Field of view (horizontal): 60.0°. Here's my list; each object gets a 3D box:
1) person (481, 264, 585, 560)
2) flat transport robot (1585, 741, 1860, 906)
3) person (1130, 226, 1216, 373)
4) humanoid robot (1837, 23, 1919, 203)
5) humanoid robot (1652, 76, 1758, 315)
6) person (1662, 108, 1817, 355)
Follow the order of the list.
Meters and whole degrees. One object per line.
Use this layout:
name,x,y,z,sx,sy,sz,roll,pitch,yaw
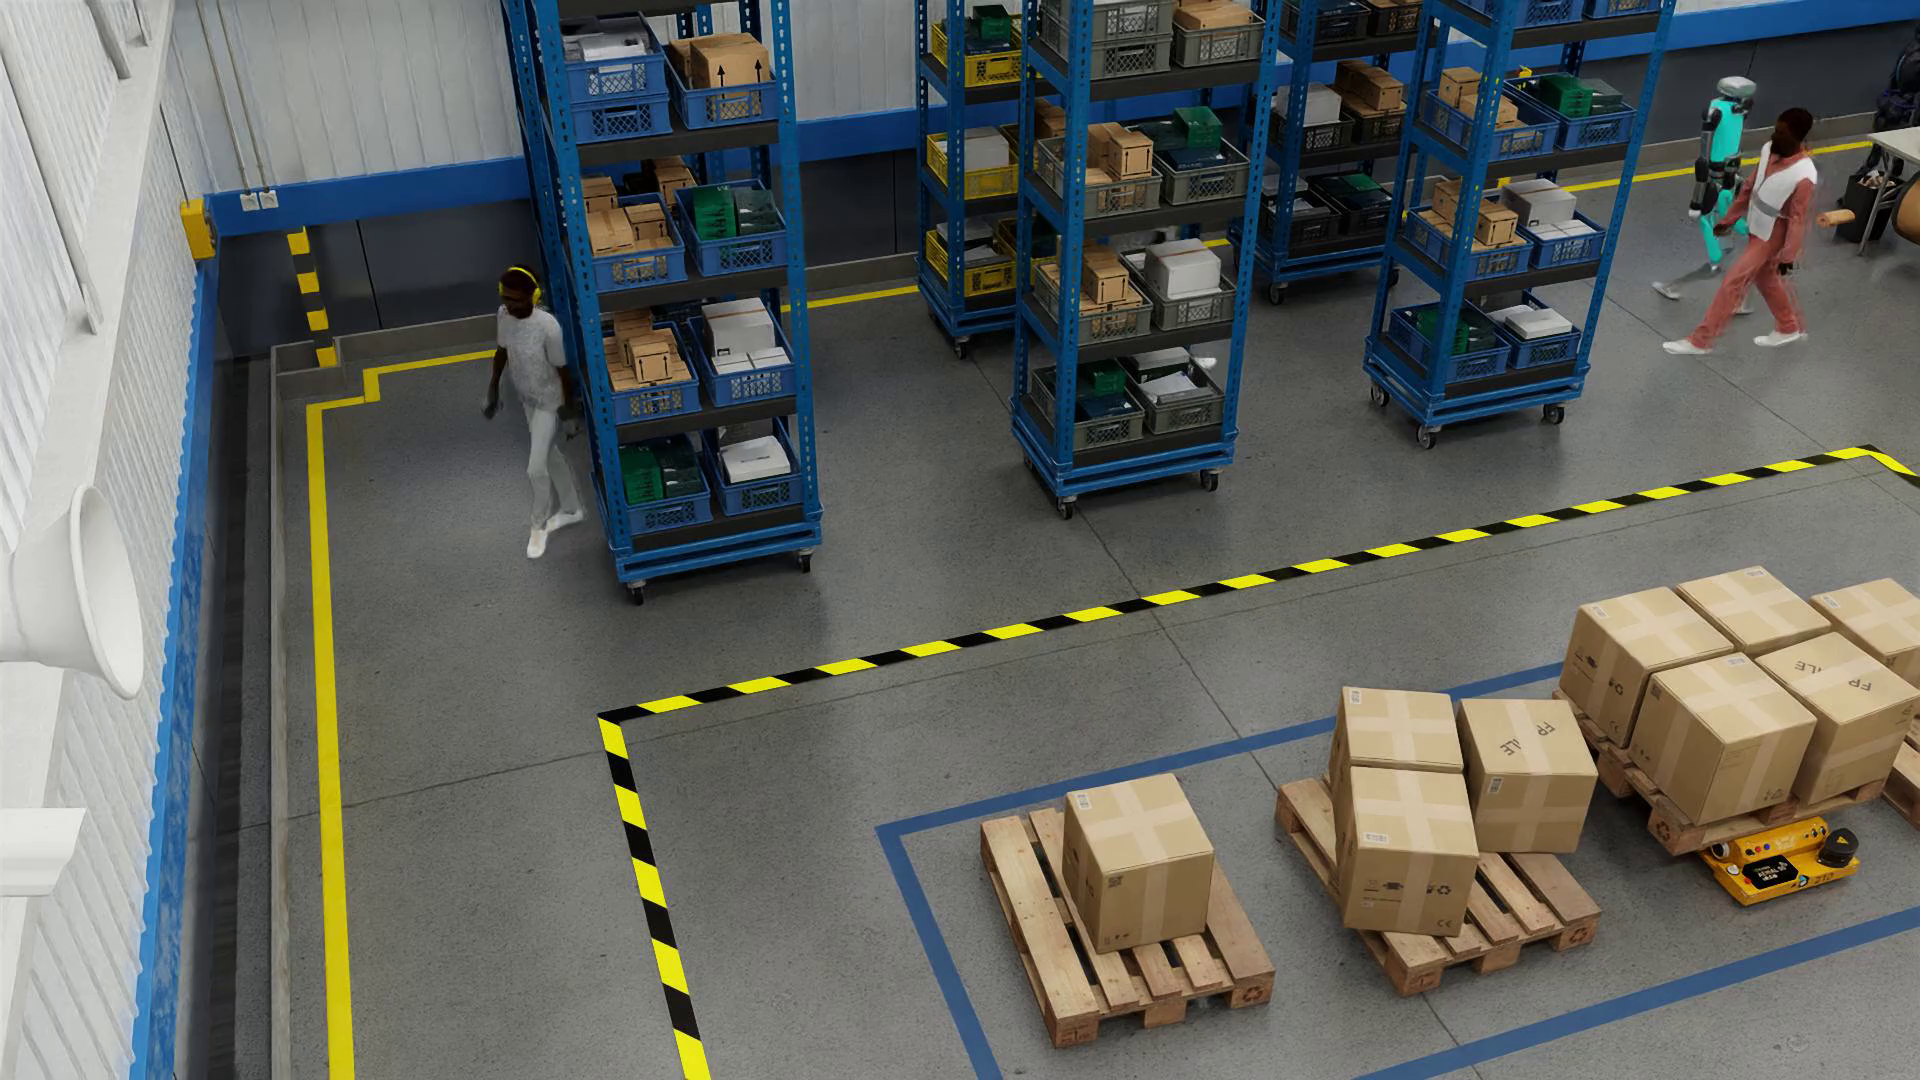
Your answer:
person,-2.549,-0.789,9.808,0.604,1.843,0.531,28,44,34
flat transport robot,3.738,1.188,8.347,0.652,0.197,1.431,-11,37,-15
person,1.321,-1.897,11.423,0.987,1.799,0.559,-10,36,-13
humanoid robot,7.816,-3.536,13.873,0.519,1.650,0.612,0,35,0
humanoid robot,5.795,-2.476,12.330,0.551,1.761,0.947,-25,42,-31
person,5.703,-2.156,11.729,1.006,1.871,0.607,1,35,2
